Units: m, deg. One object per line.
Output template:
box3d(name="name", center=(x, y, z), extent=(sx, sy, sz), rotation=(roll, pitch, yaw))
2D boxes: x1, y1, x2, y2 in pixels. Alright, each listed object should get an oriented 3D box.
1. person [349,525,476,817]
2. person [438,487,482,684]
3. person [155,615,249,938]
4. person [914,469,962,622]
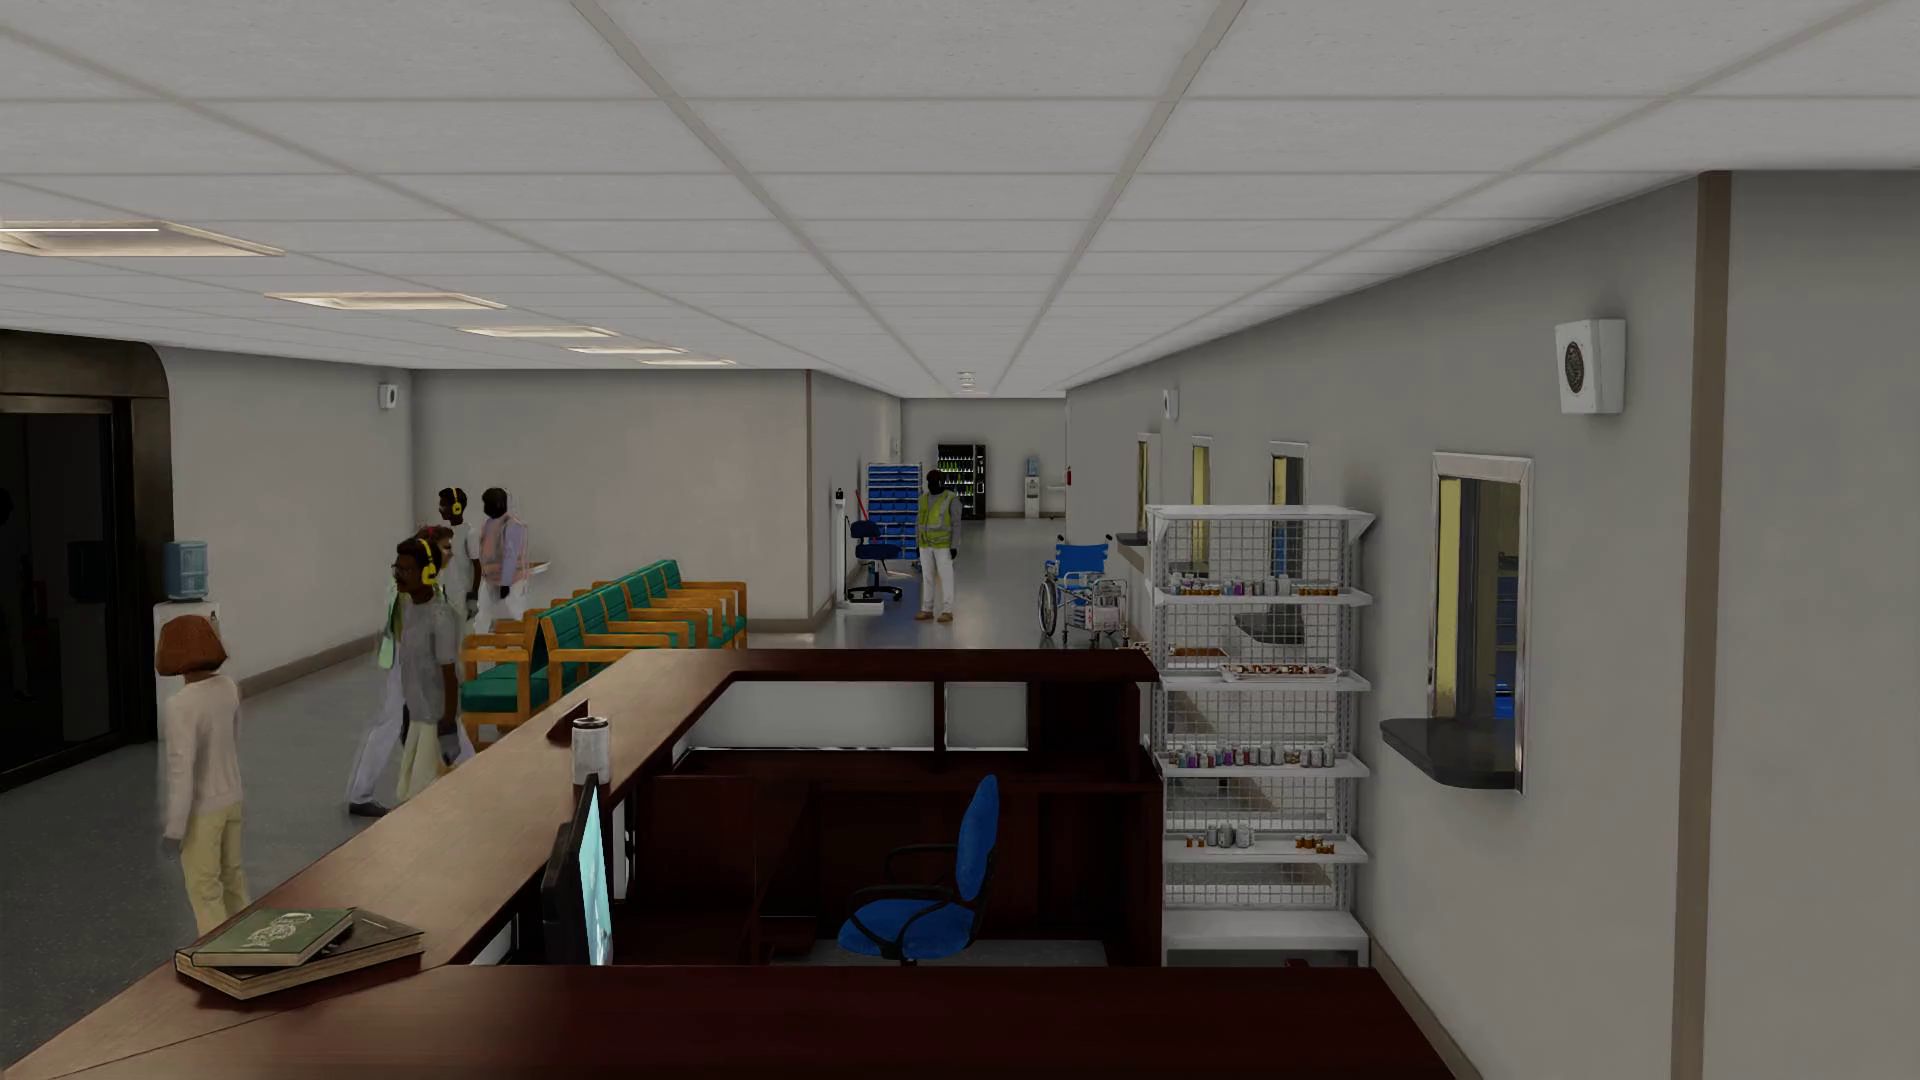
box3d(name="person", center=(-3.273, 0.803, 10.271), extent=(1.042, 1.772, 0.621), rotation=(0, 4, -3))
box3d(name="person", center=(-4.244, 0.485, 14.090), extent=(0.526, 1.865, 0.315), rotation=(4, 6, 44))
box3d(name="person", center=(-3.103, 1.123, 6.816), extent=(0.299, 1.627, 0.551), rotation=(0, 4, 2))
box3d(name="person", center=(-0.291, 0.068, 20.102), extent=(0.633, 1.843, 0.429), rotation=(3, 5, 34))
